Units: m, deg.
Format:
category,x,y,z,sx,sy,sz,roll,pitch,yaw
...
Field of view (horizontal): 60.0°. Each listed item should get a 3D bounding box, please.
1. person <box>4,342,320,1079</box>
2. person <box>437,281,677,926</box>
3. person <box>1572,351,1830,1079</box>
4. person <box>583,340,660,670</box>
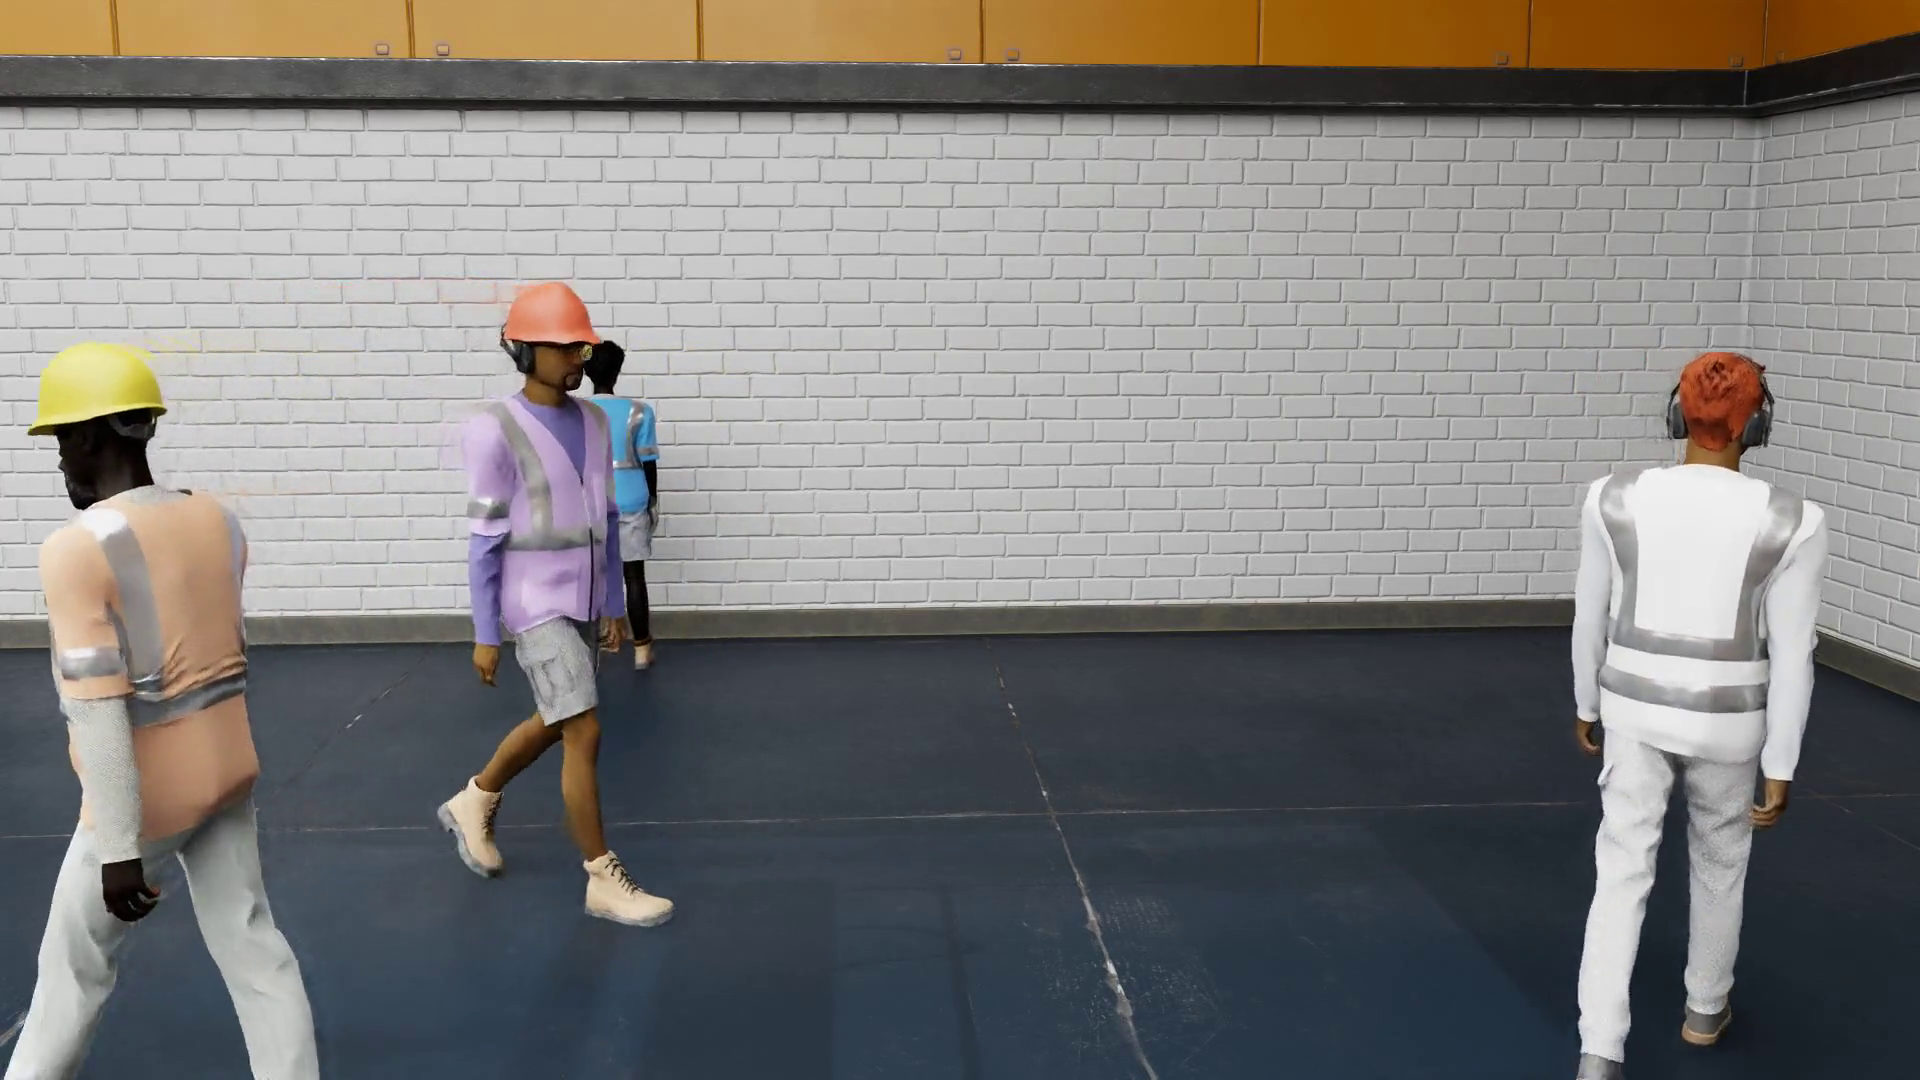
category,x,y,z,sx,sy,sz,roll,pitch,yaw
person,-1.822,0.522,3.601,0.976,1.869,0.599,2,9,12
person,-1.349,0.186,5.301,0.950,2.015,0.616,4,10,25
person,1.776,0.459,4.090,0.574,1.851,0.957,5,10,30
person,-1.791,-0.168,8.488,0.536,1.696,0.318,-1,9,-9
